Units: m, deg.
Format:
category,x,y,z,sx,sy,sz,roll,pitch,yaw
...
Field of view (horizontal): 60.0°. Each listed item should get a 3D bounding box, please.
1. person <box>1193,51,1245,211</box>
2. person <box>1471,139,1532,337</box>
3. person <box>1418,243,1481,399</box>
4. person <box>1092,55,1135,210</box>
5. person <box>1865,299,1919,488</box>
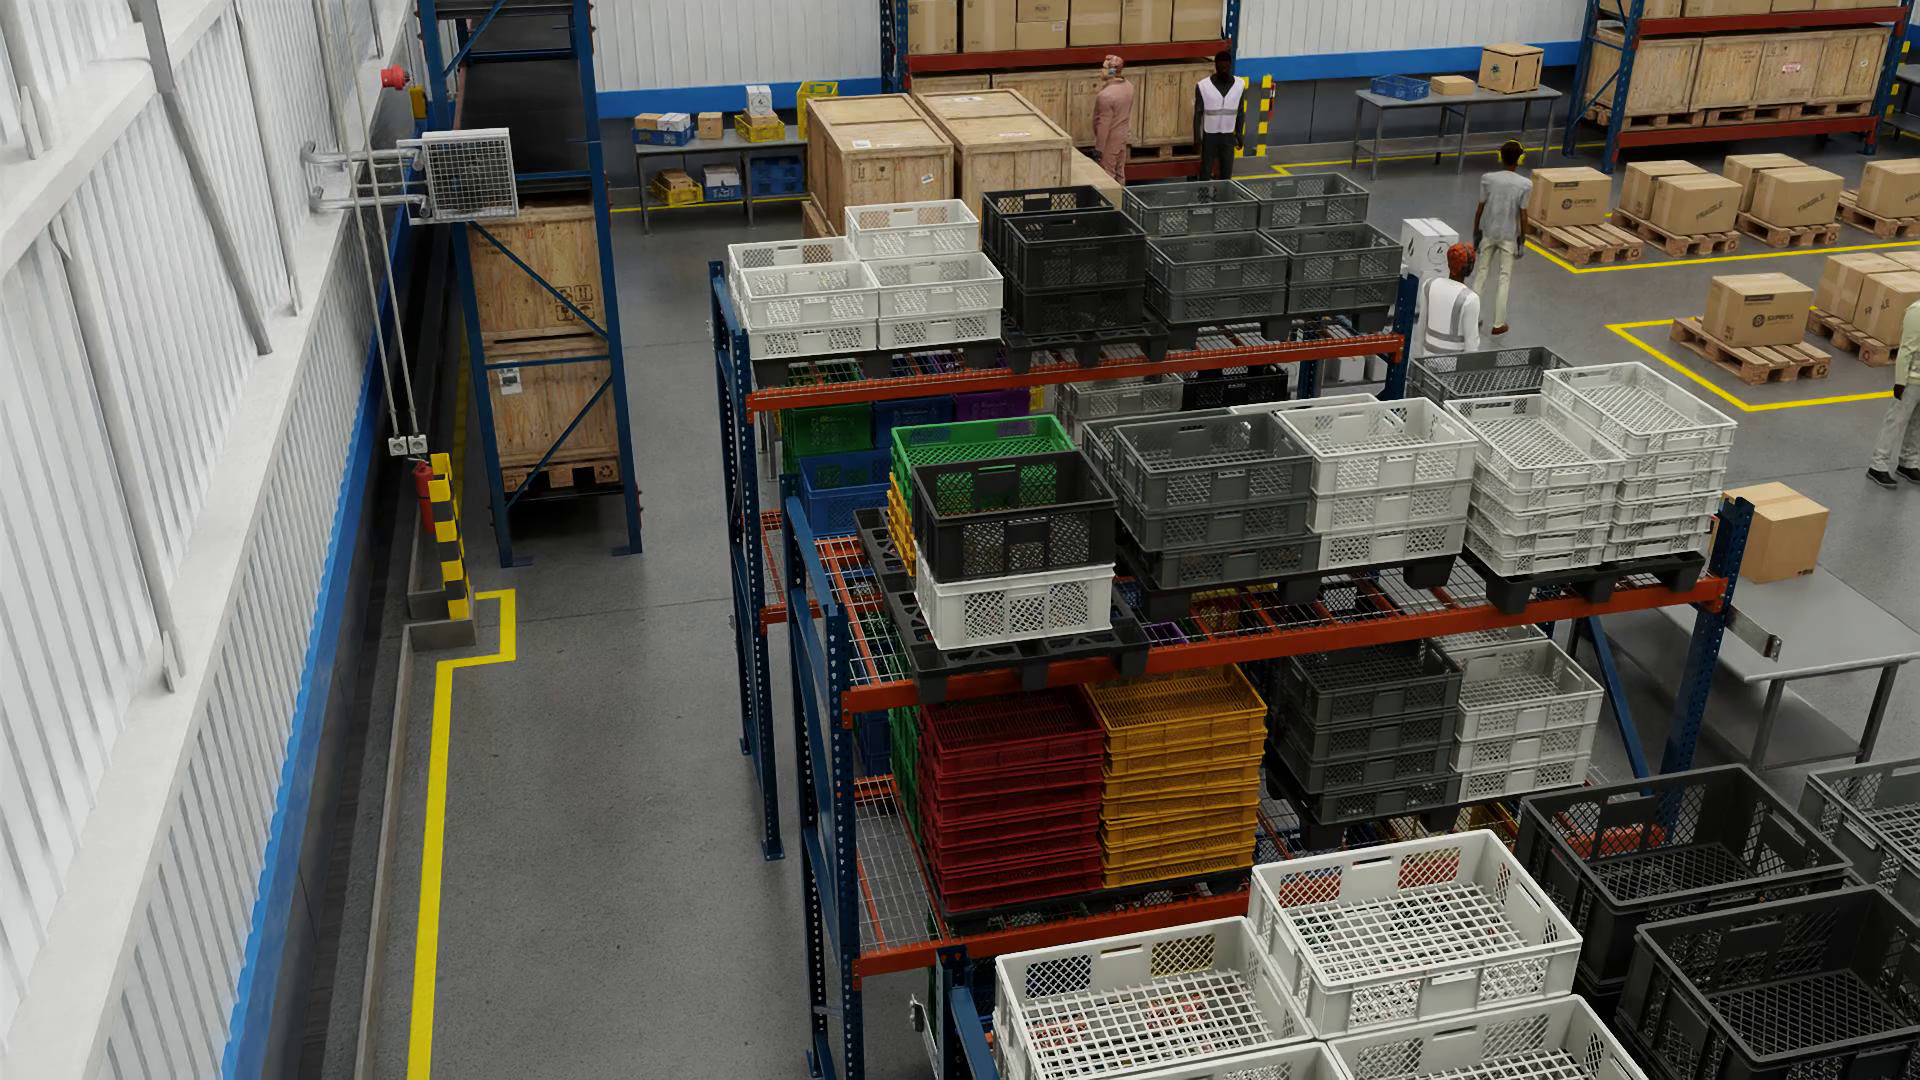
category,x,y,z,sx,sy,sz,roll,pitch,yaw
person,2.960,-4.669,19.139,0.597,1.906,0.401,-5,28,-9
person,5.110,-2.857,15.753,0.514,1.863,0.335,18,33,30
person,3.789,-1.394,12.948,0.355,1.882,0.576,-16,32,-27
person,1.692,-4.527,18.859,0.409,1.913,0.646,16,32,27
person,7.442,-1.278,12.792,0.595,1.827,0.403,-7,29,-14
